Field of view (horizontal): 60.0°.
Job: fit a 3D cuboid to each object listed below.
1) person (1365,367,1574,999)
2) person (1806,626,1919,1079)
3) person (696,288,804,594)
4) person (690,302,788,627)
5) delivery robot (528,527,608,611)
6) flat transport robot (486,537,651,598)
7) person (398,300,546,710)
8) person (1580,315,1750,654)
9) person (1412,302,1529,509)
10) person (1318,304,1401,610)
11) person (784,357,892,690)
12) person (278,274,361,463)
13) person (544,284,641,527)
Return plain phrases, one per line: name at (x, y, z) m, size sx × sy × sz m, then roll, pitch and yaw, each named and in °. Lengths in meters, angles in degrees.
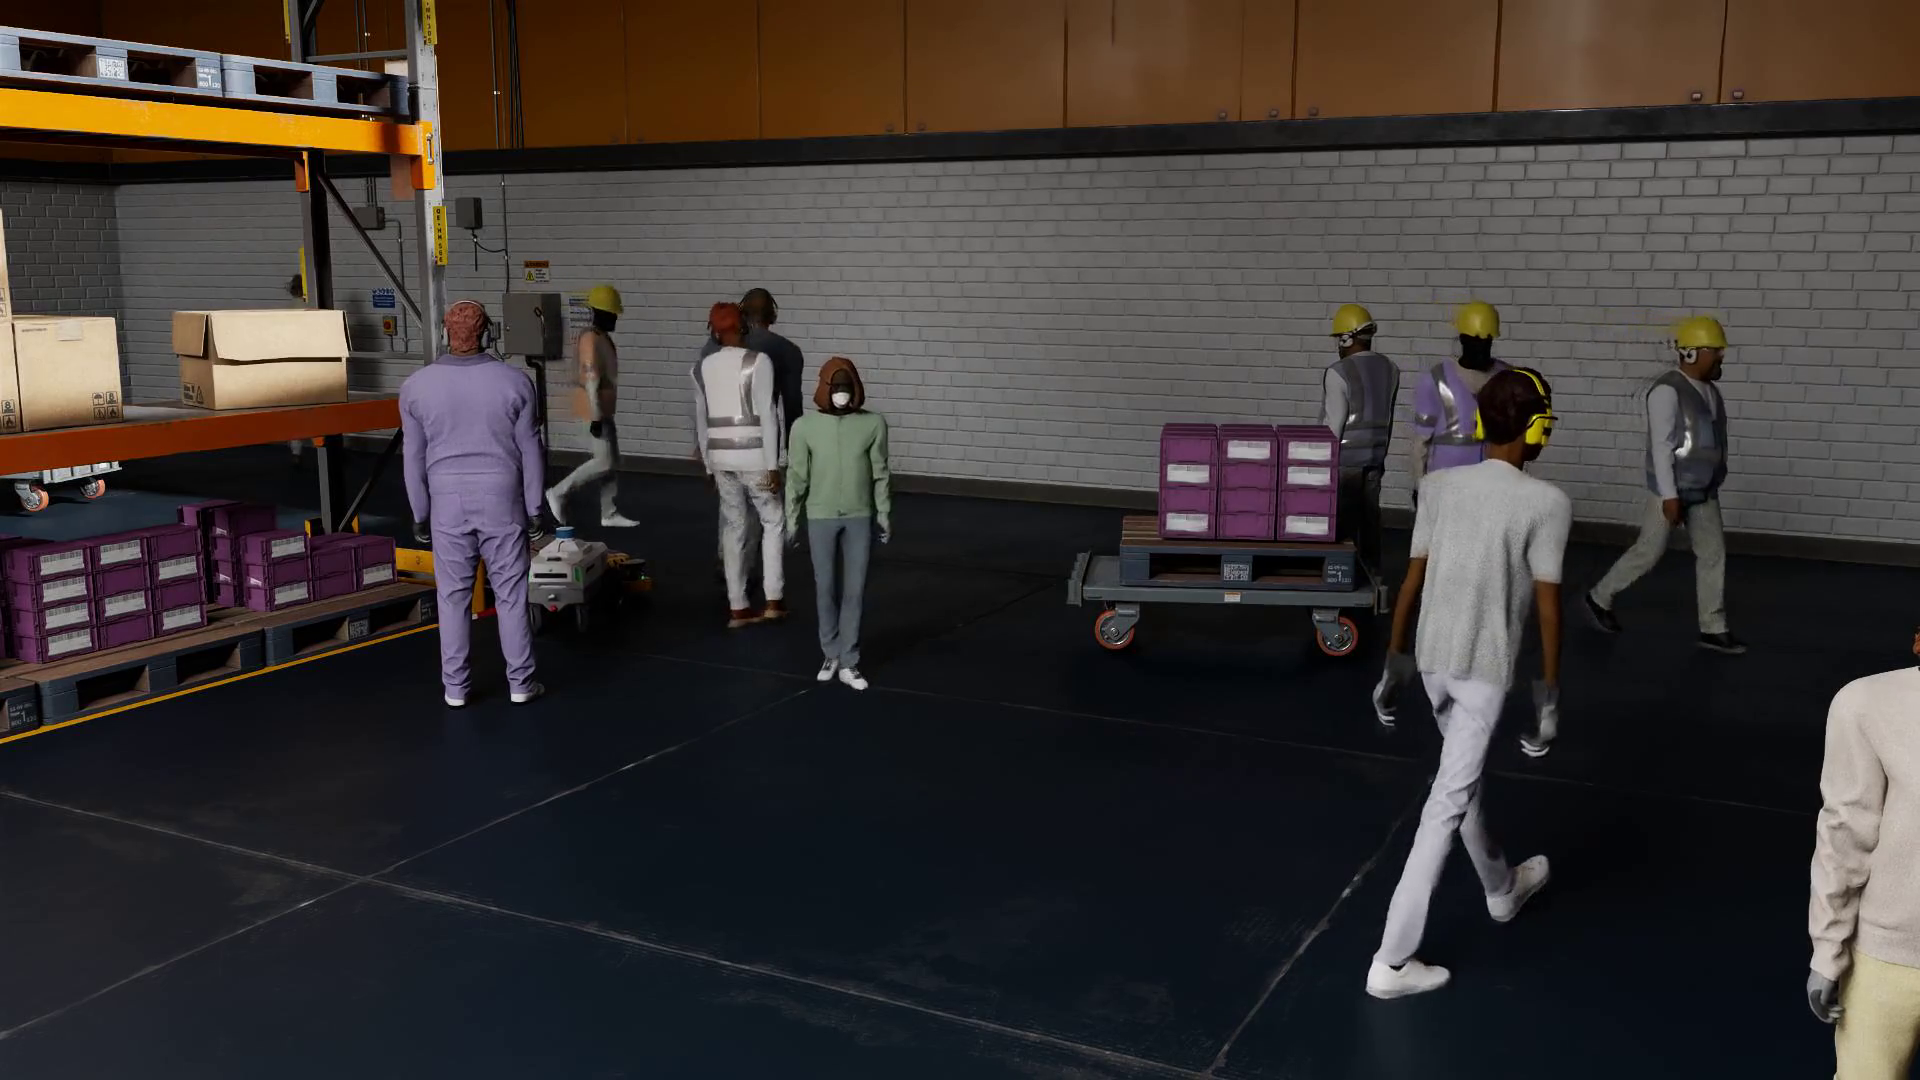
person at (1.548, 0.395, 4.928) m, size 1.043 × 1.788 × 0.540 m, roll -7°, pitch 12°, yaw -36°
person at (1.835, 0.795, 3.078) m, size 0.497 × 1.629 × 0.277 m, roll 3°, pitch 10°, yaw 19°
person at (-1.299, -0.607, 10.382) m, size 0.663 × 1.902 × 0.449 m, roll 1°, pitch 10°, yaw 6°
person at (-1.258, -0.432, 9.533) m, size 0.634 × 1.849 × 0.400 m, roll 5°, pitch 11°, yaw 25°
delivery robot at (-2.255, 0.167, 9.532) m, size 0.477 × 0.478 × 0.707 m, roll 0°, pitch 10°, yaw 1°
flat transport robot at (-2.631, 0.165, 10.638) m, size 0.652 × 0.197 × 1.431 m, roll -9°, pitch 13°, yaw -41°
person at (-2.250, -0.158, 7.771) m, size 0.638 × 1.911 × 0.406 m, roll -1°, pitch 10°, yaw -8°
person at (3.852, -0.318, 9.006) m, size 0.580 × 1.802 × 0.877 m, roll -7°, pitch 12°, yaw -34°
person at (2.789, -0.375, 9.167) m, size 0.592 × 1.873 × 0.980 m, roll -2°, pitch 10°, yaw -13°
person at (2.347, -0.495, 9.967) m, size 0.586 × 1.826 × 0.403 m, roll -8°, pitch 12°, yaw -38°
person at (-0.594, -0.084, 8.180) m, size 0.533 × 1.621 × 0.447 m, roll -2°, pitch 10°, yaw -11°
person at (-6.529, -1.717, 16.810) m, size 0.840 × 1.912 × 0.563 m, roll -2°, pitch 10°, yaw -12°
person at (-2.829, -0.999, 12.680) m, size 0.627 × 1.896 × 0.623 m, roll 0°, pitch 10°, yaw -2°
